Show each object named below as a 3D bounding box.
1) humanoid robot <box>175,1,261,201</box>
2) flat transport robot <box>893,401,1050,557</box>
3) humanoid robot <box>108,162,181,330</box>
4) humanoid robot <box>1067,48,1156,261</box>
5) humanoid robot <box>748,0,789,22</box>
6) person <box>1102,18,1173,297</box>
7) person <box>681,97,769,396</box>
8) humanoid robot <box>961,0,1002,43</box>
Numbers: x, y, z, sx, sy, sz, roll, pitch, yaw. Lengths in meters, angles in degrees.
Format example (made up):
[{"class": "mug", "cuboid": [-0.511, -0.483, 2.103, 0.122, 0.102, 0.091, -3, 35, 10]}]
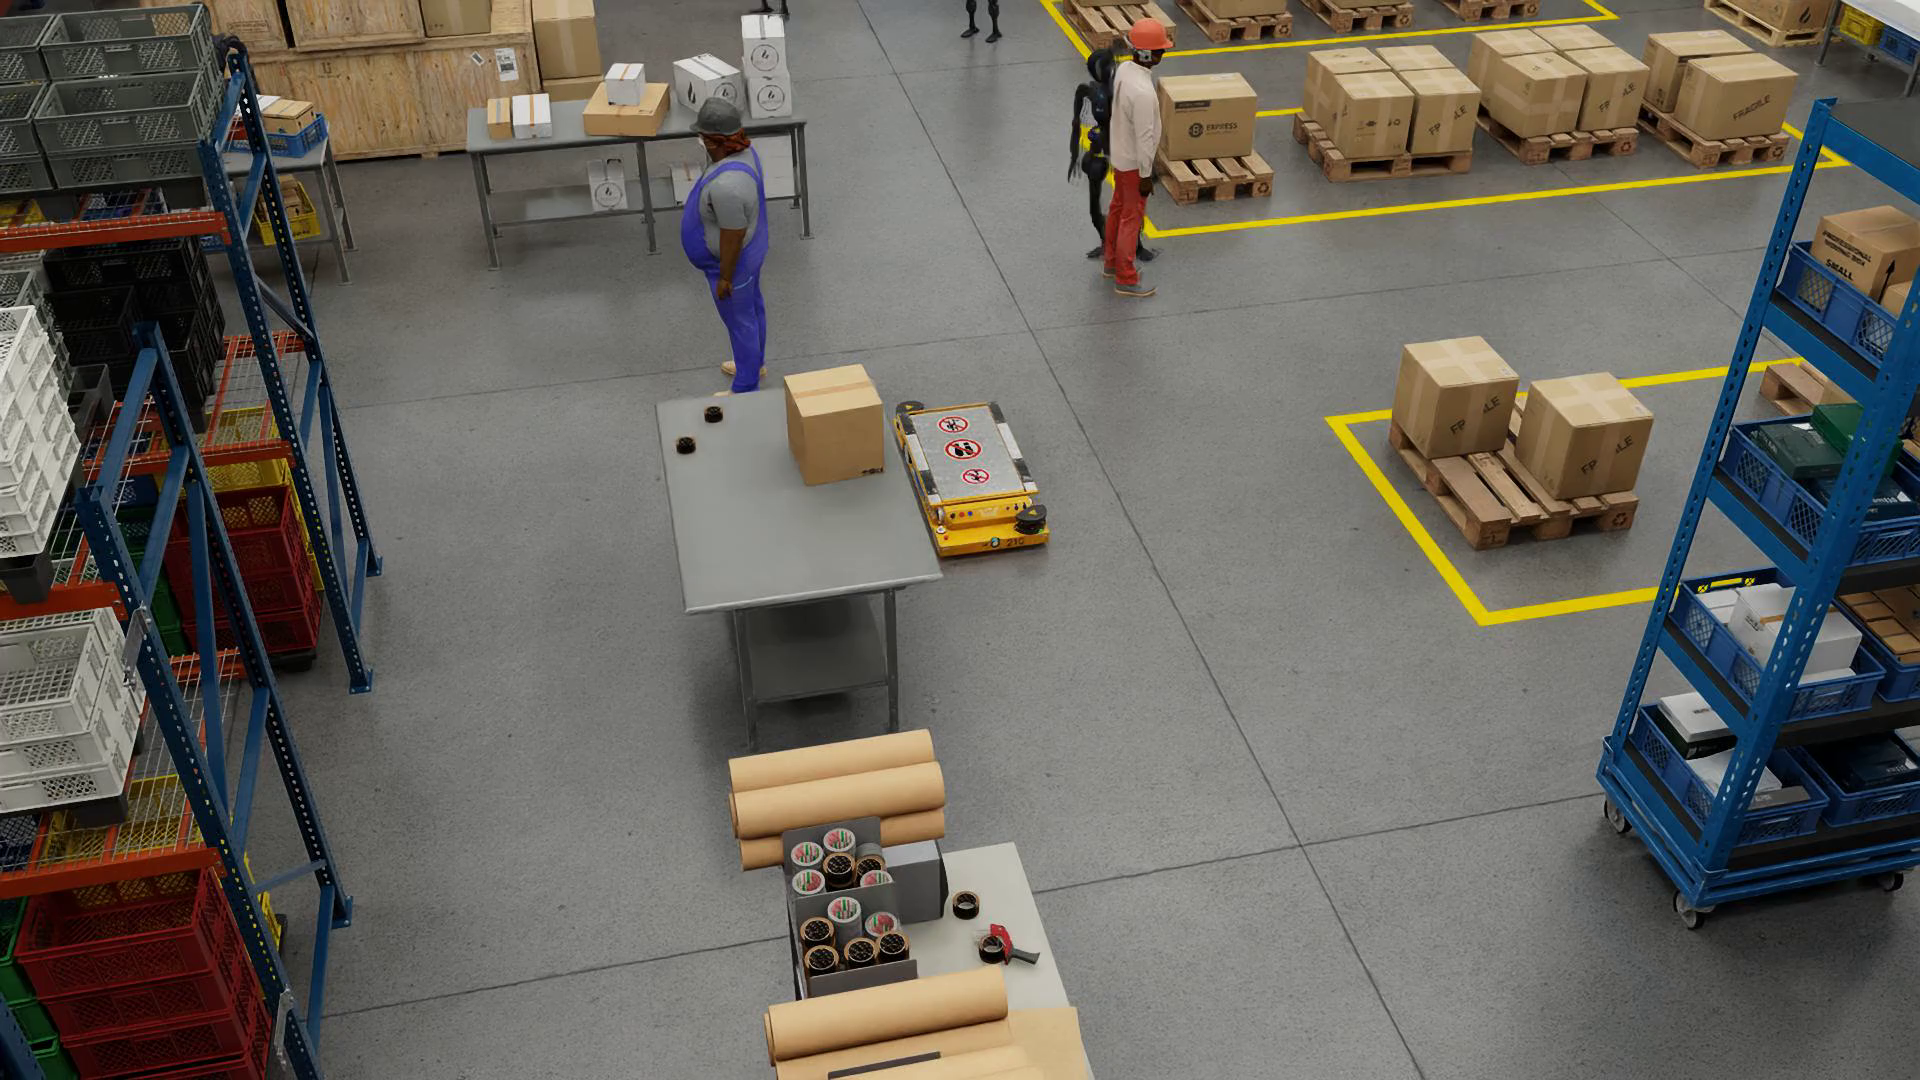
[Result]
[{"class": "humanoid robot", "cuboid": [-5.669, -3.331, 12.839, 0.612, 1.657, 0.320, -17, 40, -21]}, {"class": "flat transport robot", "cuboid": [0.046, -0.430, 10.108, 0.652, 0.197, 1.431, -8, 37, -10]}, {"class": "humanoid robot", "cuboid": [-5.371, -2.017, 11.072, 0.331, 1.657, 0.600, -25, 43, -30]}, {"class": "humanoid robot", "cuboid": [1.130, -2.796, 12.144, 0.684, 1.620, 0.388, 15, 39, 19]}, {"class": "humanoid robot", "cuboid": [-1.931, -5.964, 16.405, 0.642, 1.643, 0.342, 20, 41, 24]}, {"class": "person", "cuboid": [1.245, -2.691, 11.726, 0.394, 1.991, 0.621, -7, 37, -9]}, {"class": "person", "cuboid": [-1.480, -1.813, 10.507, 0.537, 2.000, 0.677, 2, 37, 3]}, {"class": "humanoid robot", "cuboid": [0.190, -5.612, 15.914, 0.578, 1.650, 0.339, 17, 40, 22]}]
